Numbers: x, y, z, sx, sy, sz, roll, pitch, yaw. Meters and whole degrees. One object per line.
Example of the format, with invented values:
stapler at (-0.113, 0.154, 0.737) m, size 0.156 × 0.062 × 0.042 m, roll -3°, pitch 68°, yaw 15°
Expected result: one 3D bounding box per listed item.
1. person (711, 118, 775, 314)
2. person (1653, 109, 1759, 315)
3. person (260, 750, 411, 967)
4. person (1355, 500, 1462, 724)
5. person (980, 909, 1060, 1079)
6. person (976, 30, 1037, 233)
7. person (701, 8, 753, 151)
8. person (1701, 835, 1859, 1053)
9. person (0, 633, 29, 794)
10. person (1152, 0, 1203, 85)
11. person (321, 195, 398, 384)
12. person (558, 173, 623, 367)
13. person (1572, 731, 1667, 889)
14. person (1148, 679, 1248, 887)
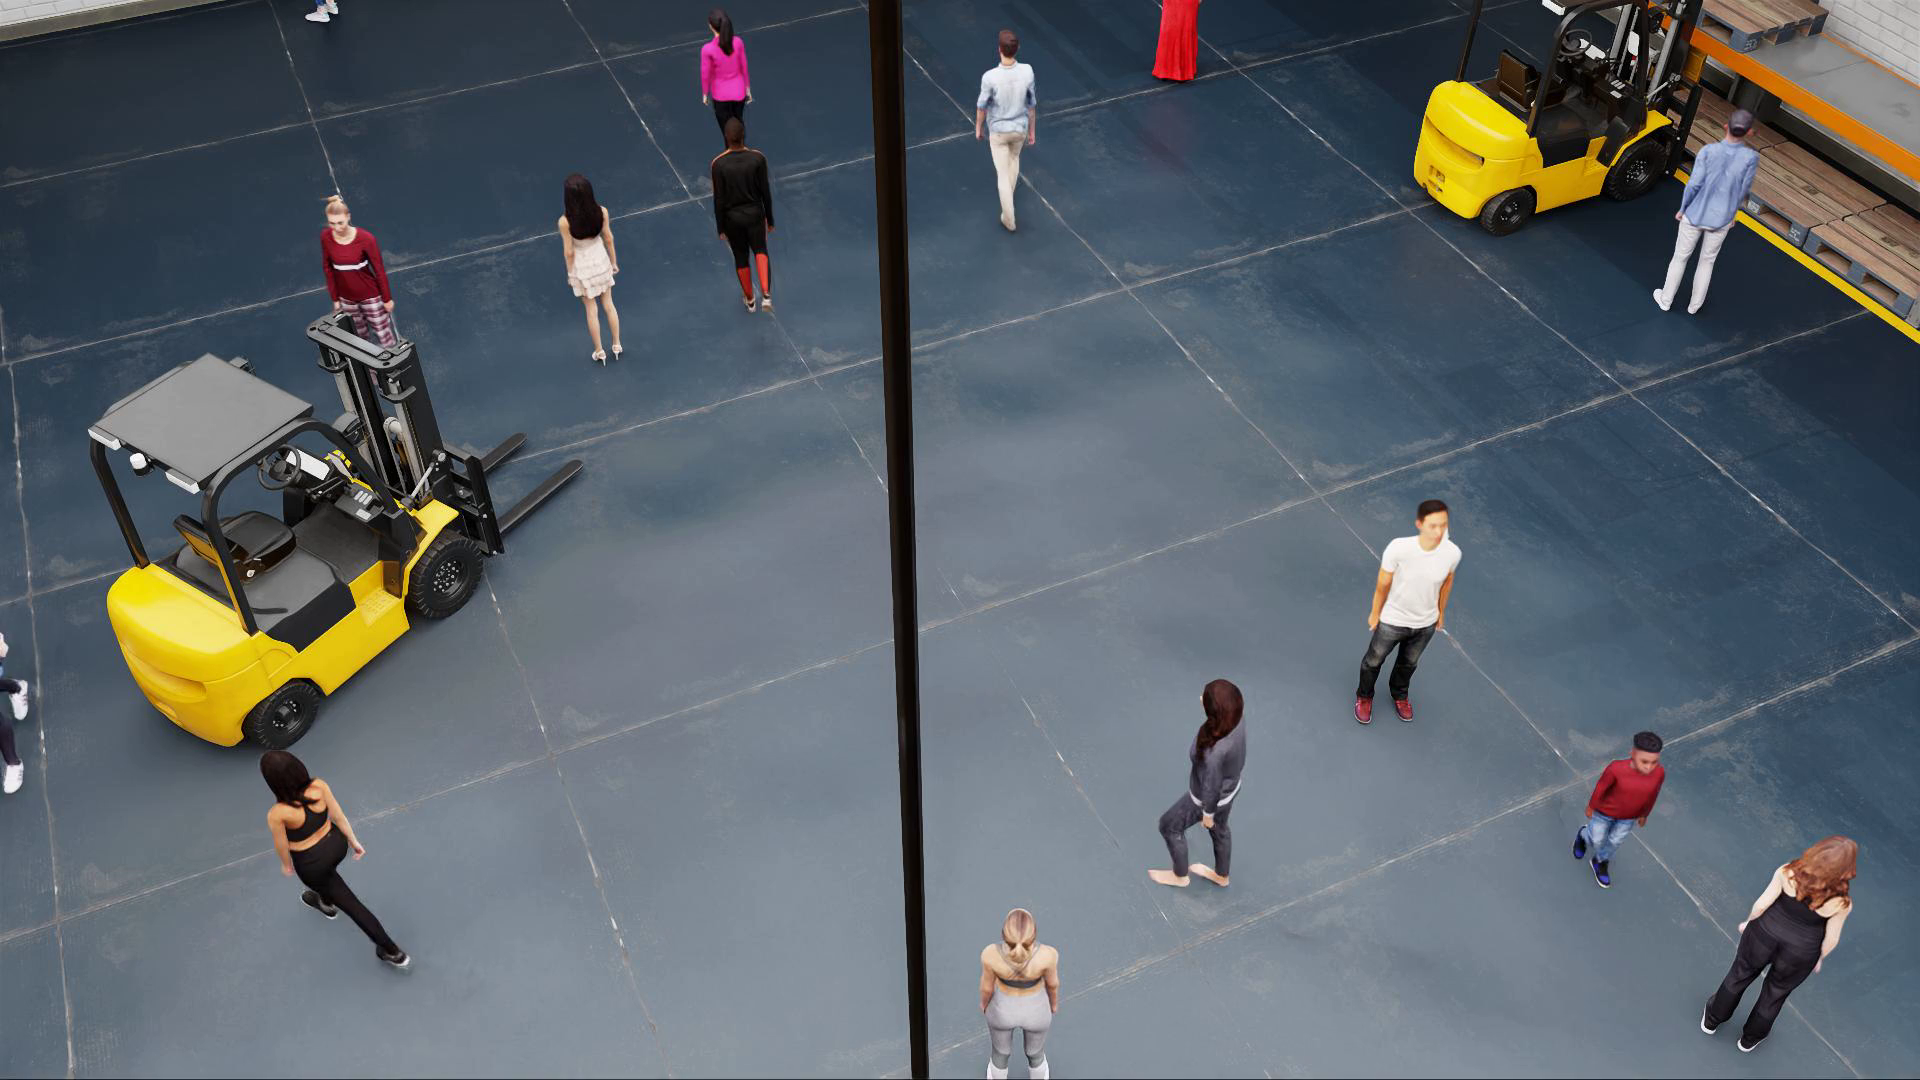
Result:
person at (-1.769, -2.599, 13.729) m, size 0.702 × 1.797 × 0.865 m, roll -11°, pitch 45°, yaw -11°
person at (6.203, -2.710, 13.779) m, size 0.742 × 1.888 × 0.783 m, roll 10°, pitch 45°, yaw 11°
person at (-3.485, 1.810, 9.243) m, size 1.128 × 1.600 × 0.957 m, roll 23°, pitch 48°, yaw 22°
person at (2.834, 0.450, 10.530) m, size 0.707 × 1.805 × 0.671 m, roll -2°, pitch 44°, yaw -2°
person at (0.300, 2.408, 8.543) m, size 0.650 × 1.701 × 0.681 m, roll 0°, pitch 44°, yaw 0°
person at (0.447, -3.572, 14.730) m, size 0.773 × 1.825 × 1.023 m, roll -11°, pitch 45°, yaw -11°
person at (-2.096, -4.055, 15.347) m, size 0.612 × 1.683 × 0.673 m, roll -21°, pitch 48°, yaw -21°
person at (4.350, 2.130, 8.801) m, size 0.608 × 1.748 × 0.725 m, roll 28°, pitch 50°, yaw 26°
person at (-6.164, 0.668, 10.318) m, size 0.858 × 1.770 × 1.207 m, roll -7°, pitch 44°, yaw -8°
person at (2.221, -5.459, 16.748) m, size 0.742 × 1.784 × 0.806 m, roll 15°, pitch 46°, yaw 16°
person at (-4.727, -1.953, 13.121) m, size 0.685 × 1.701 × 0.658 m, roll 1°, pitch 44°, yaw 1°
person at (-2.945, -2.152, 13.304) m, size 0.595 × 1.736 × 0.543 m, roll -22°, pitch 48°, yaw -22°
person at (3.868, 1.518, 9.807) m, size 0.622 × 1.244 × 0.684 m, roll 3°, pitch 44°, yaw 3°
person at (1.528, 1.446, 9.515) m, size 0.843 × 1.753 × 0.783 m, roll 21°, pitch 47°, yaw 20°
